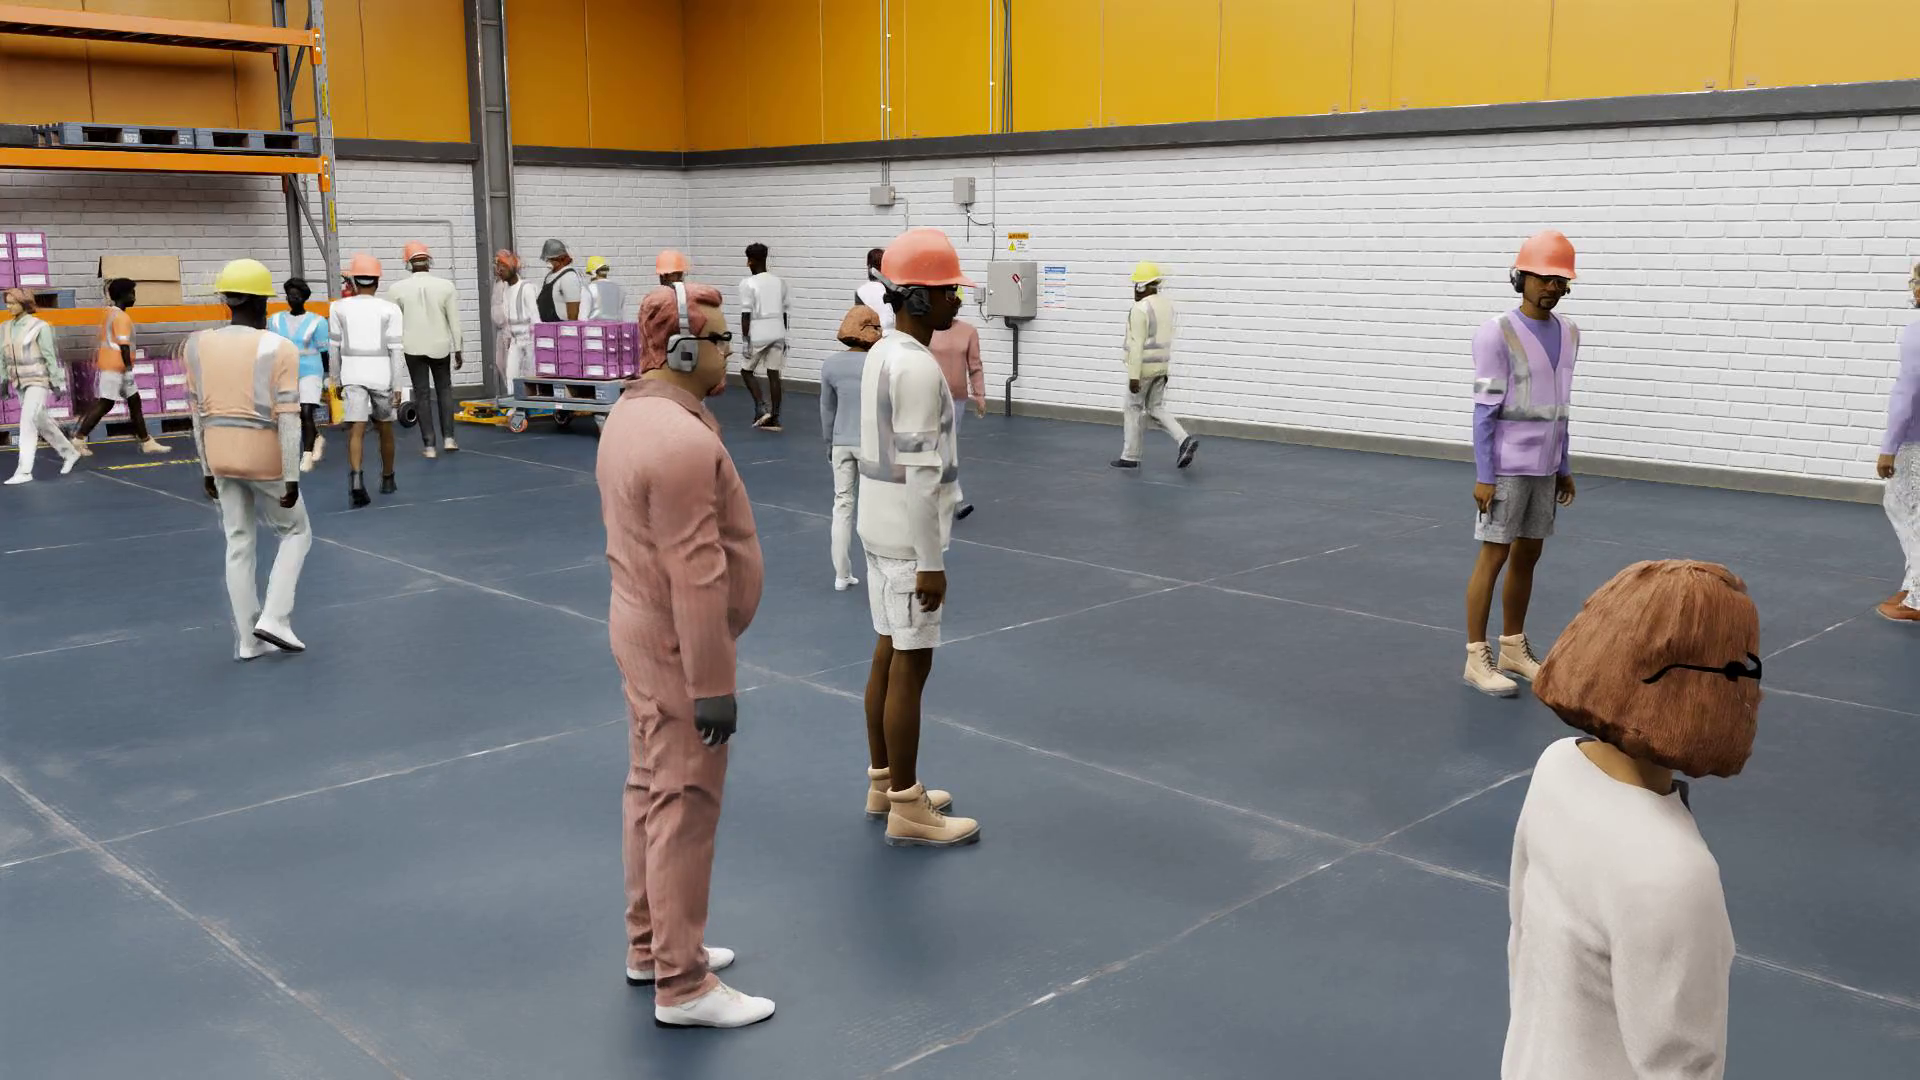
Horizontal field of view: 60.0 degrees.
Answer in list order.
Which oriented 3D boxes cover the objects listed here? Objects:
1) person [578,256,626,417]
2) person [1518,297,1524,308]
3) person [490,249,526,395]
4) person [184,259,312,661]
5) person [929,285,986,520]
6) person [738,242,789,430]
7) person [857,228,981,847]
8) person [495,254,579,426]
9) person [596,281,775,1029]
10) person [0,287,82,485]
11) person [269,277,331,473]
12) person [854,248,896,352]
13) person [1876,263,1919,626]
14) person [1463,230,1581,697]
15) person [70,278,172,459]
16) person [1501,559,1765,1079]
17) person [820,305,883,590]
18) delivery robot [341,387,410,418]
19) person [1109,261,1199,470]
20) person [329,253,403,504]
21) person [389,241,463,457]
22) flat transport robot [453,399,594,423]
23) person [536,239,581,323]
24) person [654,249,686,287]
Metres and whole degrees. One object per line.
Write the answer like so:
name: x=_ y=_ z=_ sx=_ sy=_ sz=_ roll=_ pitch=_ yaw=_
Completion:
person: x=-3.934 y=-2.236 z=18.409 sx=0.615 sy=1.797 sz=0.633 roll=9 pitch=14 yaw=41
person: x=4.577 y=-1.336 z=13.296 sx=0.319 sy=1.870 sz=0.521 roll=4 pitch=11 yaw=21
person: x=-5.170 y=-2.405 z=19.137 sx=0.442 sy=1.868 sz=0.698 roll=-6 pitch=12 yaw=-30
person: x=-3.371 y=-0.372 z=7.937 sx=0.587 sy=1.912 sz=0.417 roll=1 pitch=10 yaw=6
person: x=-0.060 y=-1.006 z=11.871 sx=0.548 sy=1.716 sz=0.910 roll=-6 pitch=12 yaw=-29
person: x=-2.035 y=-2.101 z=17.251 sx=0.631 sy=1.941 sz=0.436 roll=-8 pitch=13 yaw=-39
person: x=-0.144 y=-0.007 z=5.573 sx=0.394 sy=2.044 sz=0.609 roll=-3 pitch=11 yaw=-13
person: x=-4.574 y=-2.153 z=17.864 sx=0.601 sy=1.844 sz=0.909 roll=10 pitch=14 yaw=44
person: x=-0.702 y=0.296 z=4.301 sx=0.401 sy=1.906 sz=0.650 roll=-4 pitch=11 yaw=-22
person: x=-7.663 y=-1.297 z=13.808 sx=0.530 sy=1.610 sz=0.809 roll=4 pitch=11 yaw=22
person: x=-5.692 y=-1.448 z=14.447 sx=0.535 sy=1.670 sz=0.780 roll=1 pitch=10 yaw=7
person: x=-0.748 y=-1.769 z=15.576 sx=0.616 sy=1.897 sz=0.476 roll=-8 pitch=13 yaw=-38
person: x=4.952 y=-0.510 z=8.632 sx=0.654 sy=1.925 sz=0.515 roll=-8 pitch=13 yaw=-36
person: x=2.515 y=-0.332 z=7.357 sx=0.609 sy=2.040 sz=0.395 roll=-7 pitch=12 yaw=-32
person: x=-7.757 y=-1.566 z=15.171 sx=0.861 sy=1.646 sz=0.559 roll=-7 pitch=12 yaw=-32
person: x=0.840 y=0.825 z=2.160 sx=0.268 sy=1.631 sz=0.507 roll=0 pitch=10 yaw=2
person: x=-0.561 y=-0.511 z=9.443 sx=0.501 sy=1.631 sz=0.287 roll=6 pitch=12 yaw=30
delivery robot: x=-6.107 y=-1.474 z=17.382 sx=0.477 sy=0.478 sz=0.707 roll=6 pitch=12 yaw=28
person: x=1.658 y=-1.472 z=14.206 sx=0.737 sy=1.809 sz=0.600 roll=8 pitch=13 yaw=37
person: x=-4.517 y=-1.236 z=12.694 sx=0.546 sy=1.905 sz=0.981 roll=-2 pitch=11 yaw=-12
person: x=-4.938 y=-1.762 z=15.371 sx=0.628 sy=1.966 sz=0.678 roll=-4 pitch=11 yaw=-21
flat transport robot: x=-4.810 y=-1.449 z=18.273 sx=0.652 sy=0.197 sz=1.431 roll=9 pitch=14 yaw=41
person: x=-4.412 y=-2.435 z=18.820 sx=0.873 sy=2.000 sz=0.703 roll=-5 pitch=11 yaw=-24
person: x=-2.252 y=-1.372 z=13.393 sx=0.551 sy=1.919 sz=0.719 roll=3 pitch=11 yaw=15
